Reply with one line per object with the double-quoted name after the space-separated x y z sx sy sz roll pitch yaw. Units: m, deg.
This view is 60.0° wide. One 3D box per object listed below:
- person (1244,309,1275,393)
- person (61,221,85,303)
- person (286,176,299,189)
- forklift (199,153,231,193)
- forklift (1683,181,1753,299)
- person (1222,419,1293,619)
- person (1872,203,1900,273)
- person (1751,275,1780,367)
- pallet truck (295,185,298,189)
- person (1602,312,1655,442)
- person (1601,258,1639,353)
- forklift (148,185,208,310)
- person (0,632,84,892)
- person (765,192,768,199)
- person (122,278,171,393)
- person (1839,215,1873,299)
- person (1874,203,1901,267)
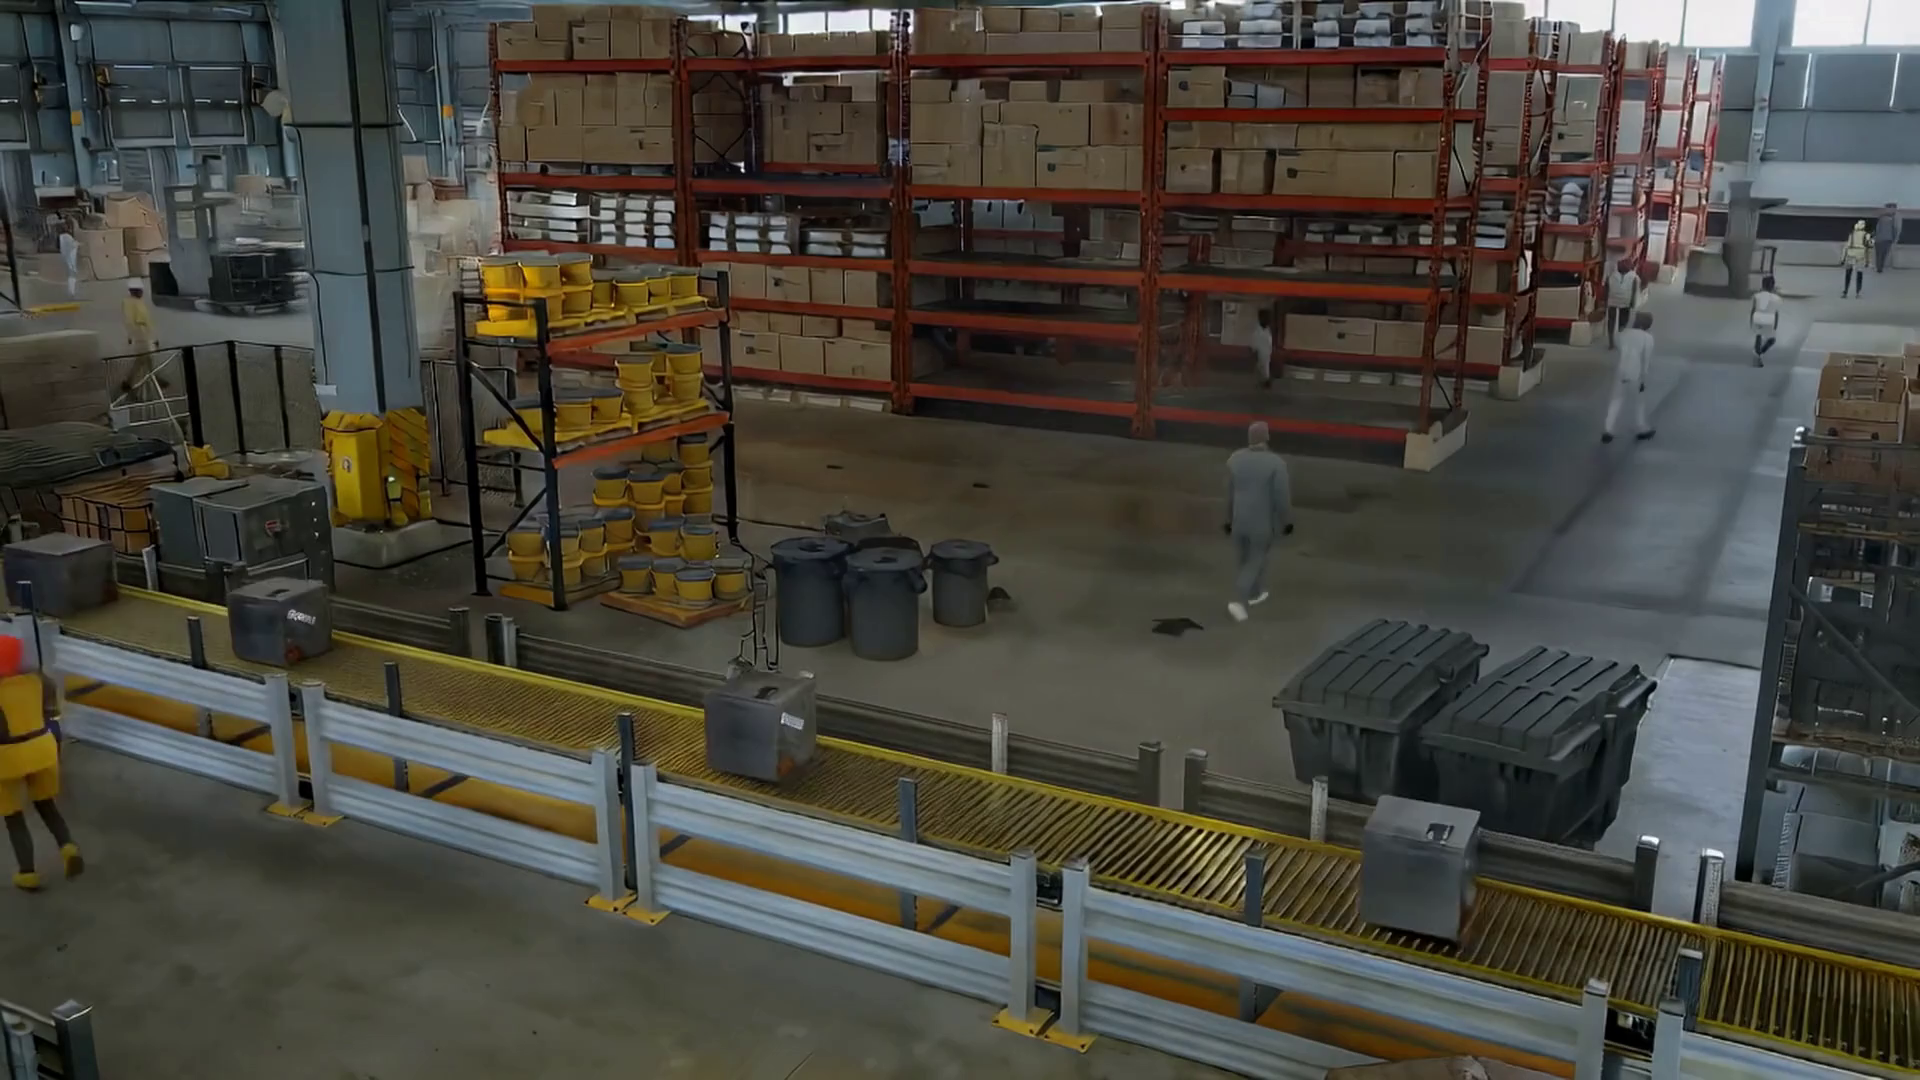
4.725 -2.762 25.839 0.861 1.647 0.544 7 17 26 "person"
-21.401 -6.702 40.058 0.398 1.958 0.607 -7 16 -25 "person"
-28.410 -14.715 70.865 0.539 1.588 0.877 -3 15 -11 "person"
-27.440 -12.865 61.464 1.873 2.768 1.129 8 17 28 "forklift"
19.072 -7.424 41.007 1.873 2.768 1.129 11 18 35 "forklift"
2.786 -0.211 15.837 0.643 1.871 0.927 13 20 40 "person"
26.155 -8.525 46.939 0.614 1.939 1.047 13 20 41 "person"
14.673 -3.984 30.347 0.354 1.684 0.552 -9 18 -32 "person"
-26.804 -14.617 69.738 1.885 1.965 0.823 -14 20 -42 "pallet truck"
9.588 -2.315 23.750 1.071 1.882 0.642 -9 18 -32 "person"
12.745 -4.542 32.191 0.629 1.828 0.438 9 17 30 "person"
-18.053 -6.869 38.922 1.873 2.768 1.129 8 17 28 "forklift"
-5.733 1.378 10.192 0.449 1.686 0.548 9 17 31 "person"
-8.004 -14.007 67.582 0.653 1.929 0.544 -2 15 -8 "person"
-13.778 -3.424 27.881 0.560 1.897 0.987 7 17 26 "person"
21.931 -6.916 40.712 0.613 2.040 0.387 13 20 40 "person"
27.190 -8.930 48.649 0.954 1.859 0.675 -11 19 -36 "person"
